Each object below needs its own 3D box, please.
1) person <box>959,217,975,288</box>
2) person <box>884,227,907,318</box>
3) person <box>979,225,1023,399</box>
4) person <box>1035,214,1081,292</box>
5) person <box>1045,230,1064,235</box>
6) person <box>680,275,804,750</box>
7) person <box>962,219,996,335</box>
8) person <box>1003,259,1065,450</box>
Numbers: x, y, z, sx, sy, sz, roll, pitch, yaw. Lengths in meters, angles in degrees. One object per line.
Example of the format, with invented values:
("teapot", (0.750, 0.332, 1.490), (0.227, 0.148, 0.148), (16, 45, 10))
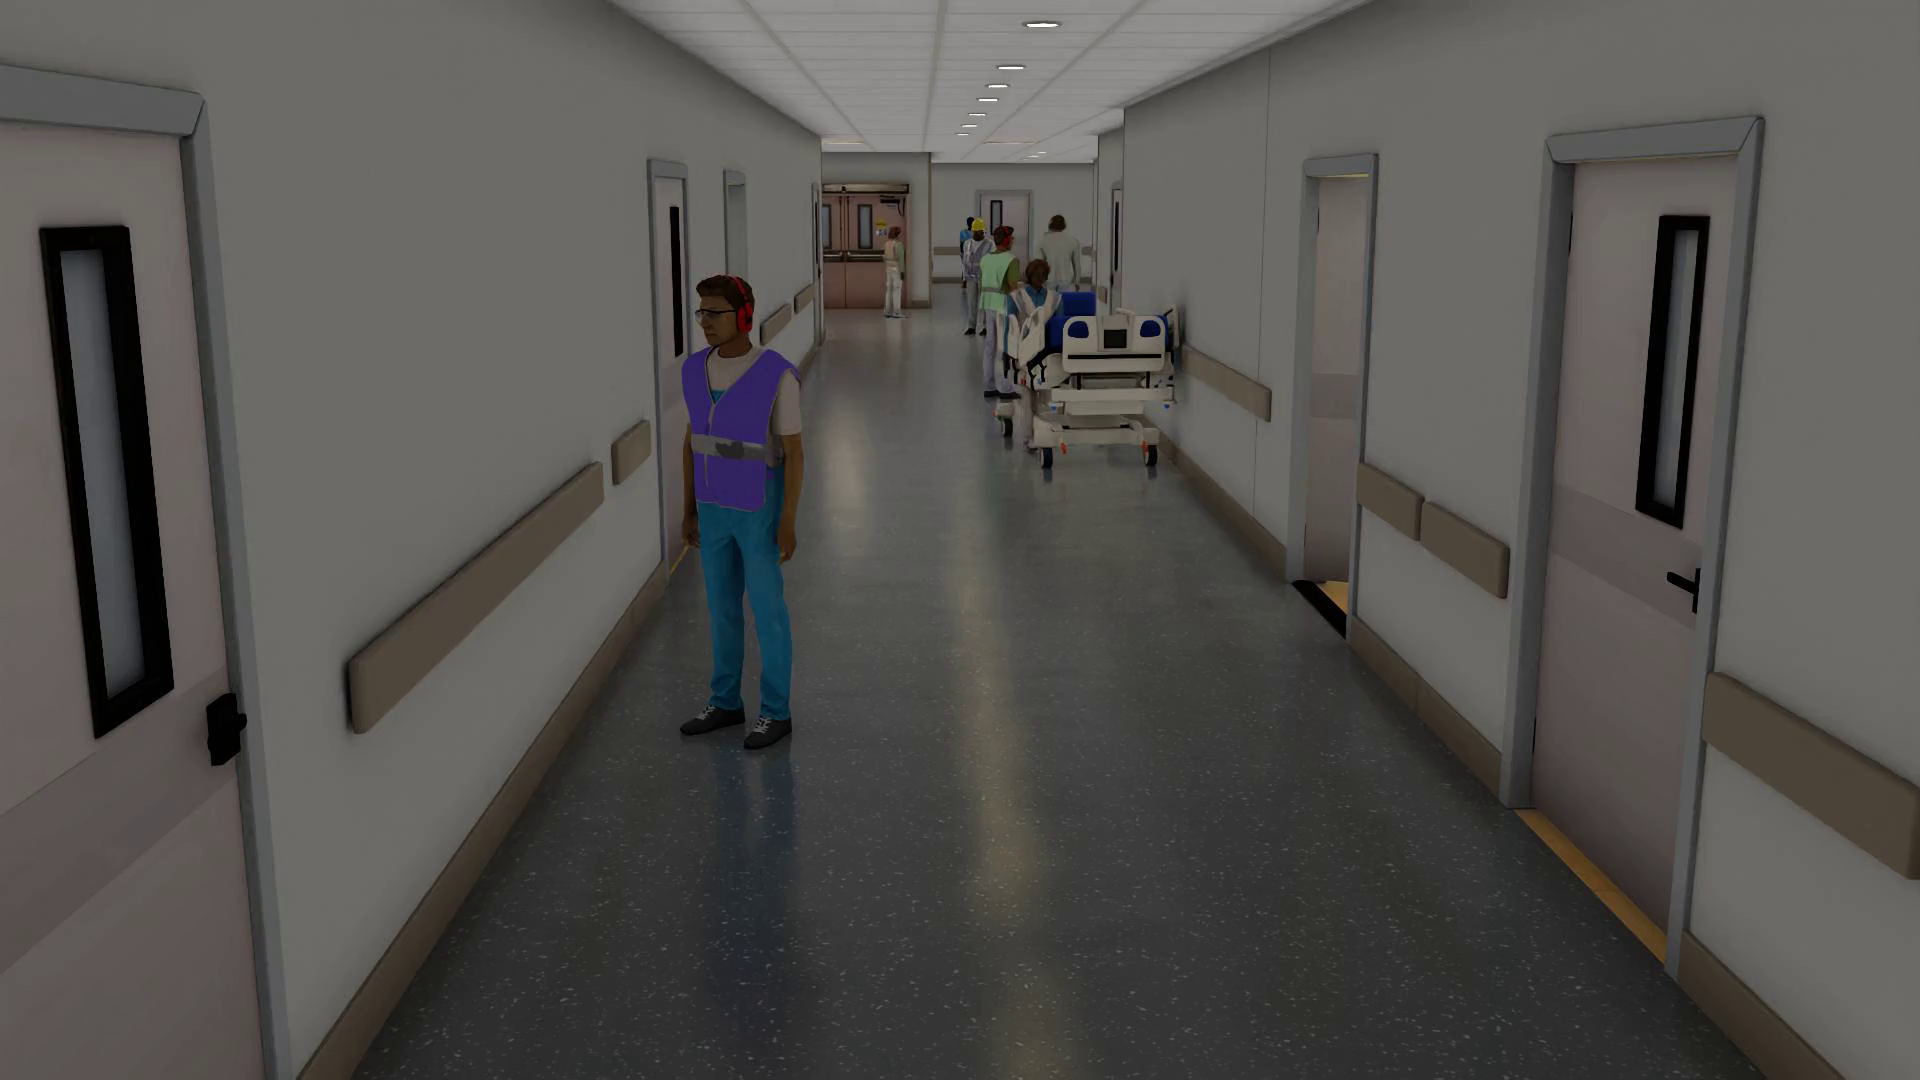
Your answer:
("person", (0.251, -6.919, 40.039), (0.536, 1.699, 0.322), (-1, 12, -4))
("person", (-1.198, -4.811, 29.958), (0.363, 1.637, 0.535), (-9, 15, -38))
("person", (0.417, -2.435, 17.836), (0.392, 1.846, 0.564), (-9, 15, -39))
("person", (1.394, -3.678, 23.744), (0.649, 1.899, 0.917), (1, 12, 3))
("person", (2.210, -6.604, 38.441), (0.488, 1.728, 0.350), (9, 14, 36))
("person", (-0.850, -0.111, 6.520), (0.569, 1.843, 0.374), (8, 14, 34))
("person", (0.293, -4.129, 26.161), (0.590, 1.824, 0.403), (7, 13, 30))
("person", (0.679, -1.565, 14.143), (0.546, 1.610, 0.698), (-4, 12, -19))
